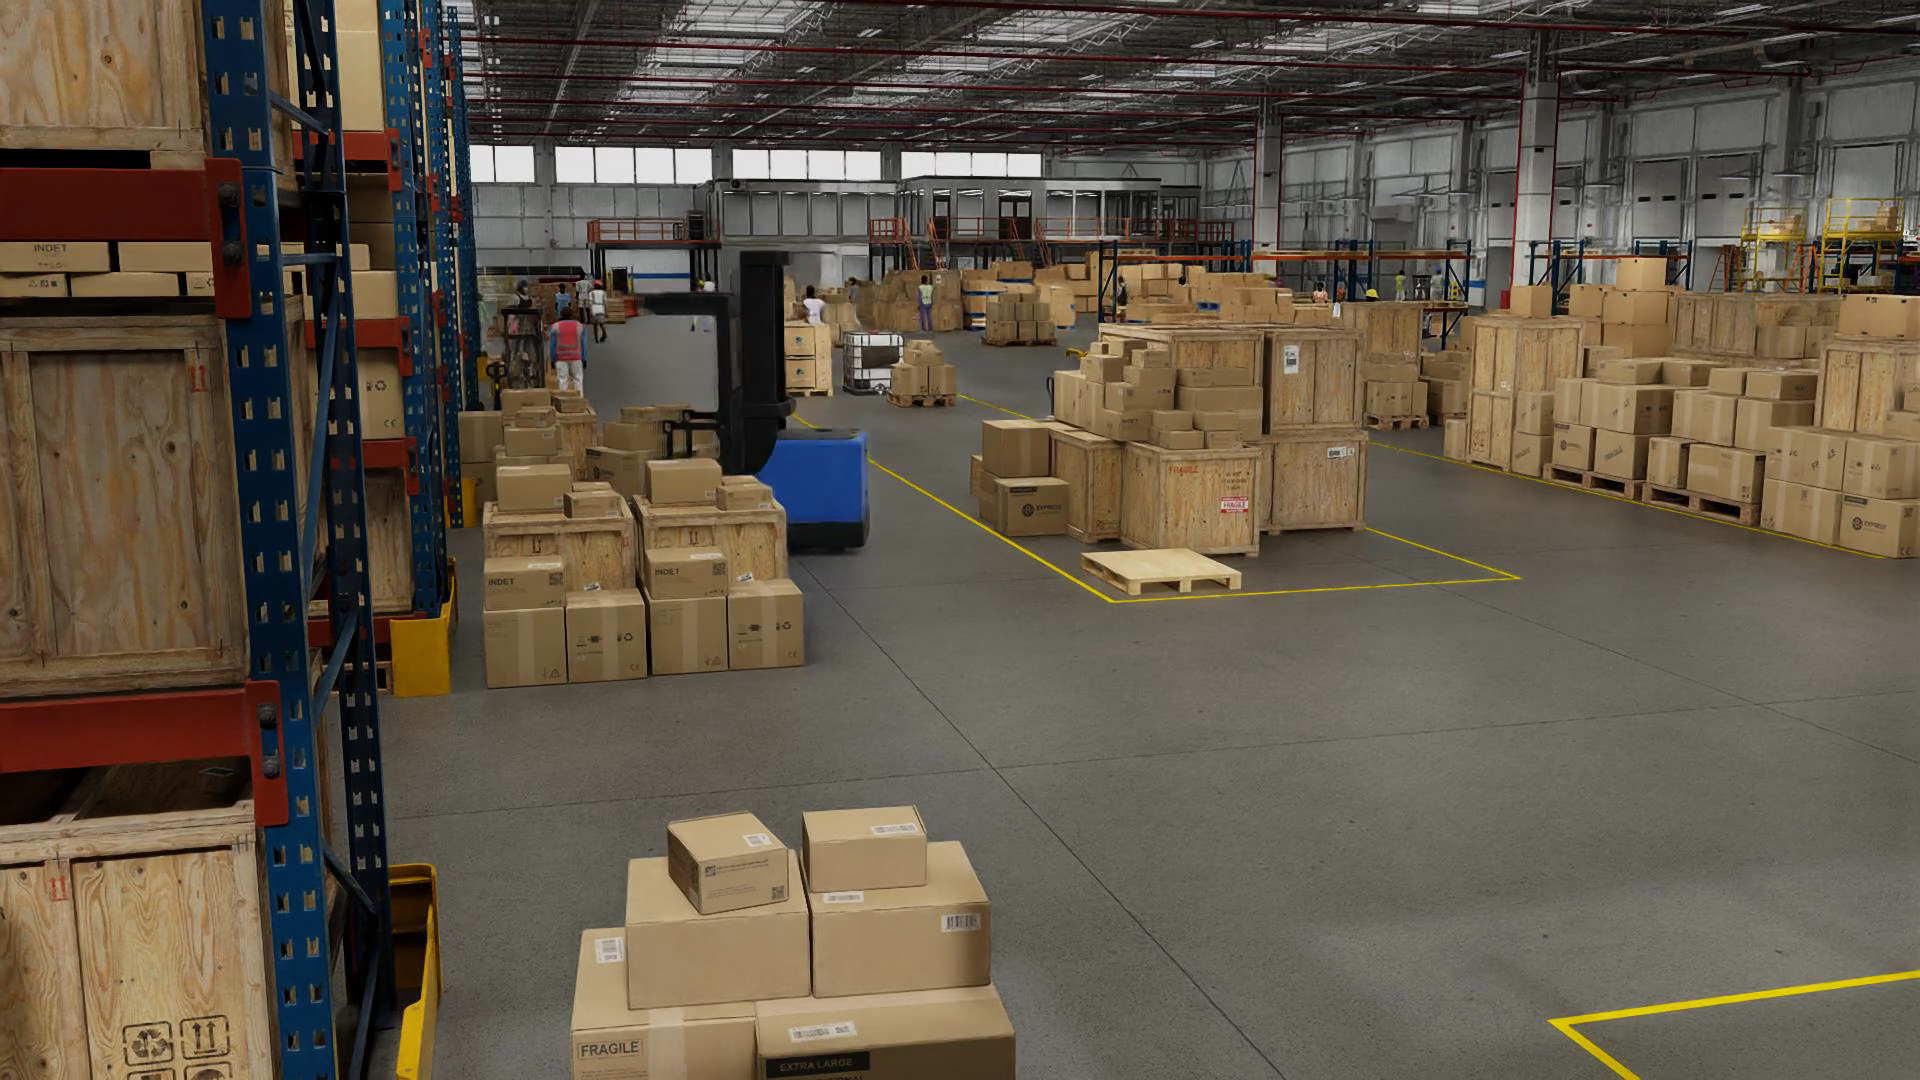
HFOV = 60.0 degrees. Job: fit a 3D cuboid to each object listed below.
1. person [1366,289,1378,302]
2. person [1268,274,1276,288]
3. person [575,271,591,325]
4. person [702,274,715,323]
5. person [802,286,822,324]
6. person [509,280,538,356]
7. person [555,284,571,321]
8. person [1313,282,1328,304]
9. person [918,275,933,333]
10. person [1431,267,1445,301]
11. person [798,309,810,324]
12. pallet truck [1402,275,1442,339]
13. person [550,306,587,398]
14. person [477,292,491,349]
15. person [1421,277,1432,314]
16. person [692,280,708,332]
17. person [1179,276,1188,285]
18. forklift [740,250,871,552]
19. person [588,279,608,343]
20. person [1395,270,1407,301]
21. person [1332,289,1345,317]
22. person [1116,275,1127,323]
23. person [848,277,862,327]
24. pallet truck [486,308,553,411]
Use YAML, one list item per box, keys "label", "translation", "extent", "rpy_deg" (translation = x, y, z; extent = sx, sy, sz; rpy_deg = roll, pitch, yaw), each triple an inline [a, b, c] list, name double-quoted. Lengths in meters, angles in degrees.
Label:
- label: "person"
  translation: [9.194, -4.684, 37.440]
  extent: [0.399, 1.919, 0.582]
  rpy_deg: [3, 10, 15]
- label: "person"
  translation: [13.142, -10.459, 70.701]
  extent: [0.693, 1.711, 0.515]
  rpy_deg: [-7, 12, -34]
- label: "person"
  translation: [-13.754, -8.827, 60.744]
  extent: [0.610, 1.965, 0.363]
  rpy_deg: [-8, 13, -37]
- label: "person"
  translation: [-9.452, -9.085, 62.535]
  extent: [0.517, 1.854, 0.649]
  rpy_deg: [1, 10, 3]
- label: "person"
  translation: [-3.645, -5.332, 41.161]
  extent: [0.610, 1.898, 0.432]
  rpy_deg: [-8, 13, -38]
- label: "person"
  translation: [-11.487, -5.828, 43.551]
  extent: [0.784, 2.000, 0.690]
  rpy_deg: [8, 13, 37]
- label: "person"
  translation: [-12.650, -7.329, 53.044]
  extent: [0.535, 1.693, 0.319]
  rpy_deg: [1, 10, 7]
- label: "person"
  translation: [11.965, -7.726, 55.299]
  extent: [0.534, 1.694, 0.321]
  rpy_deg: [7, 12, 34]
- label: "person"
  translation: [-1.138, -7.789, 55.009]
  extent: [0.597, 1.914, 0.372]
  rpy_deg: [-8, 13, -40]
- label: "person"
  translation: [21.265, -11.138, 73.923]
  extent: [0.614, 1.932, 0.483]
  rpy_deg: [5, 11, 25]
- label: "person"
  translation: [-3.084, -3.865, 33.673]
  extent: [0.829, 1.595, 0.548]
  rpy_deg: [-6, 12, -29]
- label: "pallet truck"
  translation: [14.620, -7.324, 52.145]
  extent: [0.823, 1.965, 1.885]
  rpy_deg: [8, 13, 40]
- label: "person"
  translation: [-6.778, -3.125, 28.811]
  extent: [0.633, 1.842, 0.429]
  rpy_deg: [-3, 11, -18]
- label: "person"
  translation: [-13.283, -6.064, 46.130]
  extent: [0.500, 1.597, 0.816]
  rpy_deg: [3, 11, 18]
- label: "person"
  translation: [15.146, -7.623, 54.003]
  extent: [0.354, 1.938, 0.636]
  rpy_deg: [6, 12, 32]
- label: "person"
  translation: [-8.738, -7.847, 55.823]
  extent: [0.525, 1.740, 0.728]
  rpy_deg: [4, 11, 21]
- label: "person"
  translation: [7.684, -8.176, 57.424]
  extent: [0.430, 1.841, 0.624]
  rpy_deg: [-4, 11, -24]
- label: "forklift"
  translation: [-1.824, -1.340, 15.760]
  extent: [1.873, 2.768, 1.129]
  rpy_deg: [0, 10, 1]
- label: "person"
  translation: [-10.737, -6.800, 49.420]
  extent: [0.556, 1.912, 0.618]
  rpy_deg: [-5, 11, -26]
- label: "person"
  translation: [19.499, -11.012, 73.472]
  extent: [0.429, 1.844, 0.627]
  rpy_deg: [-7, 12, -36]
- label: "person"
  translation: [8.874, -4.897, 38.765]
  extent: [0.355, 1.877, 0.574]
  rpy_deg: [-6, 12, -33]
- label: "person"
  translation: [5.817, -8.597, 59.855]
  extent: [0.504, 1.831, 0.464]
  rpy_deg: [-6, 12, -32]
- label: "person"
  translation: [-3.529, -7.952, 56.127]
  extent: [0.529, 1.855, 0.528]
  rpy_deg: [9, 13, 40]
- label: "pallet truck"
  translation: [-6.242, -2.418, 24.362]
  extent: [0.823, 1.965, 1.885]
  rpy_deg: [1, 10, 3]
